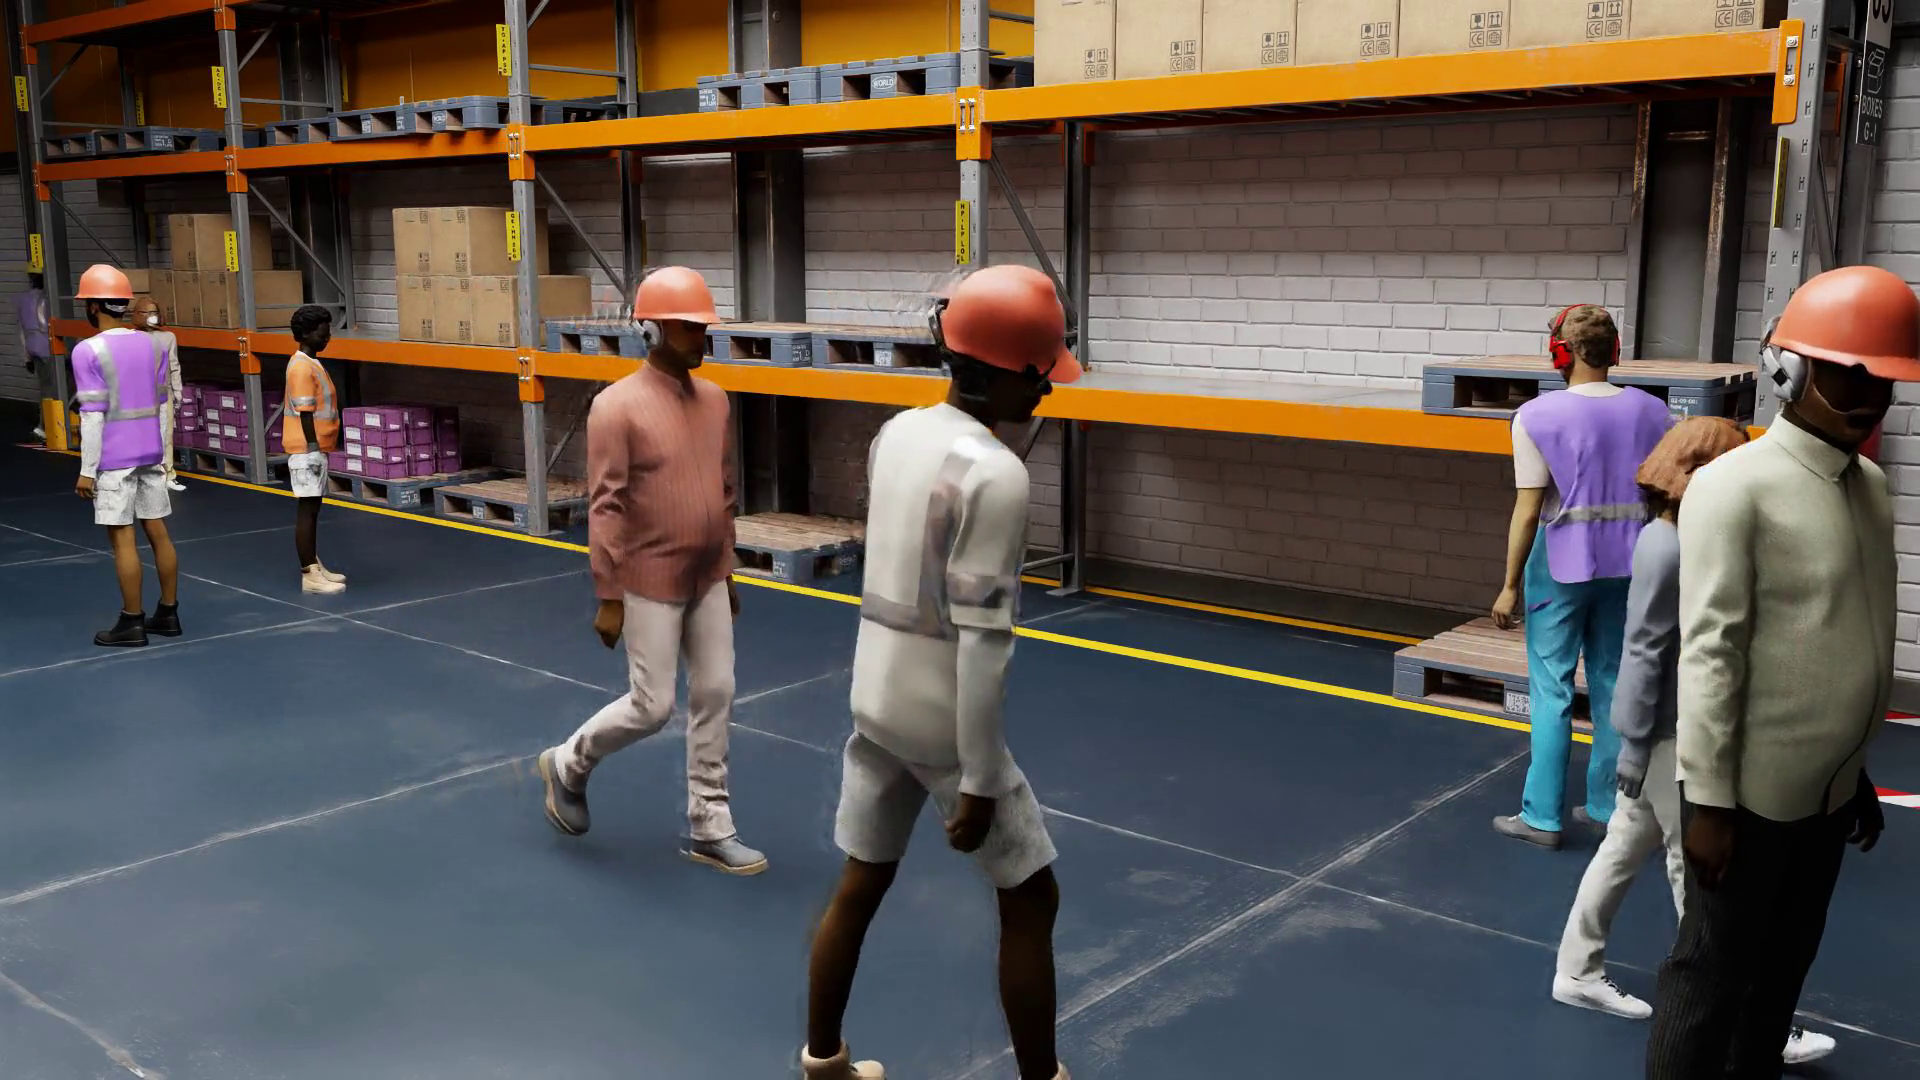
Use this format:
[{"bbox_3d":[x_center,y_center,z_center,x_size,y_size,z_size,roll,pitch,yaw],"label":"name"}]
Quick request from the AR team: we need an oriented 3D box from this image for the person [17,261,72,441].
[{"bbox_3d":[-9.616,-1.981,17.451,0.620,1.941,0.460,5,11,28],"label":"person"}]

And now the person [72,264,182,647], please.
[{"bbox_3d":[-4.267,-0.421,8.467,0.364,1.939,0.542,4,11,20],"label":"person"}]

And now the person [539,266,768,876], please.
[{"bbox_3d":[-1.002,0.102,5.404,0.742,1.970,0.626,6,12,31],"label":"person"}]

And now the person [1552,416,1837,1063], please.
[{"bbox_3d":[1.876,0.491,4.197,0.694,1.599,0.525,6,11,29],"label":"person"}]

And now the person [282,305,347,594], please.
[{"bbox_3d":[-3.813,-0.531,9.796,0.322,1.692,0.533,-3,10,-16],"label":"person"}]

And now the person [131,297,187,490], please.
[{"bbox_3d":[-6.672,-1.191,13.750,0.280,1.625,0.496,7,12,36],"label":"person"}]

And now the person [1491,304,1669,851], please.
[{"bbox_3d":[2.075,0.137,5.577,0.563,1.838,0.389,-3,10,-15],"label":"person"}]

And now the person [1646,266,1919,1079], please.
[{"bbox_3d":[1.626,0.468,3.269,0.608,1.987,0.391,-7,12,-35],"label":"person"}]

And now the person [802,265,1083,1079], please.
[{"bbox_3d":[0.003,0.405,3.662,0.736,1.989,0.700,-6,12,-31],"label":"person"}]
